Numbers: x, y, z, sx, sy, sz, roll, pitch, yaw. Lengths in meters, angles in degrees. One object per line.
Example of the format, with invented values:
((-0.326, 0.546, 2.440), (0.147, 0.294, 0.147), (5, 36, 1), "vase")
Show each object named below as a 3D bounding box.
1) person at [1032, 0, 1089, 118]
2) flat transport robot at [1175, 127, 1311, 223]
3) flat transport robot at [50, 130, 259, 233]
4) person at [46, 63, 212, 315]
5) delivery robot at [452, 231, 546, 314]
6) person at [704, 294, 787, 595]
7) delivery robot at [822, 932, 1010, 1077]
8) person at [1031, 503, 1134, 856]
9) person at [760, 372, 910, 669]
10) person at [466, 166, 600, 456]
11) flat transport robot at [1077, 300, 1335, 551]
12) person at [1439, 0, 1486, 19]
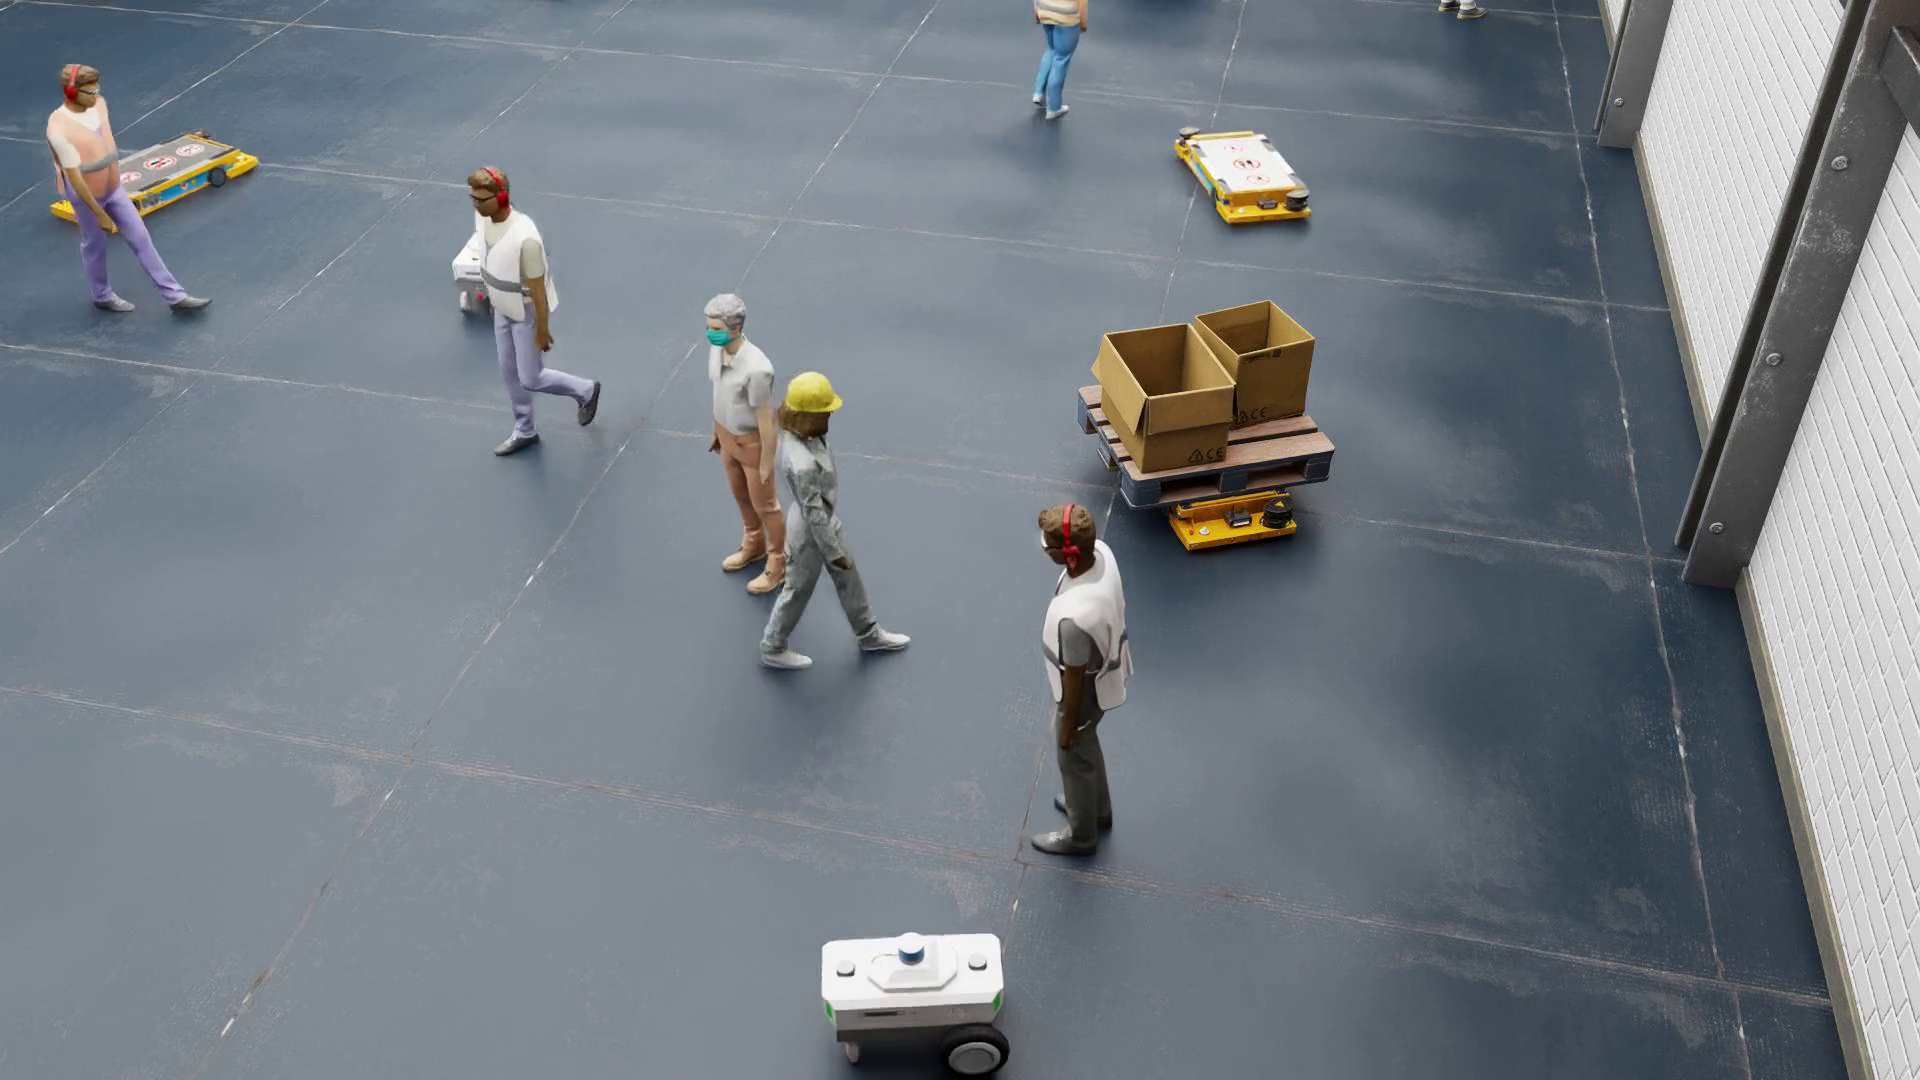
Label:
((0.842, -4.364, 13.852), (0.476, 1.708, 0.412), (29, 45, 33), "person")
((2.211, -2.891, 13.087), (0.659, 0.231, 1.431), (-6, 37, -8), "flat transport robot")
((-6.276, -2.811, 12.981), (0.659, 0.231, 1.431), (19, 41, 23), "flat transport robot")
((-5.606, -2.277, 10.989), (0.920, 1.780, 0.579), (7, 37, 9), "person")
((-3.244, -1.941, 11.571), (0.499, 0.587, 0.769), (4, 37, 5), "delivery robot")
((-1.121, -0.511, 8.678), (0.316, 1.738, 0.477), (-29, 45, -33), "person")
((-0.154, 1.788, 6.601), (0.783, 0.612, 0.520), (-2, 37, -3), "delivery robot")
((0.521, 0.619, 7.096), (0.415, 1.828, 0.568), (8, 38, 11), "person")
((-0.665, -0.061, 8.100), (0.771, 1.704, 0.499), (1, 37, 1), "person")
((-2.537, -1.350, 9.725), (0.615, 1.826, 0.570), (-29, 46, -33), "person")
((1.396, -0.455, 9.828), (0.659, 0.231, 1.431), (-9, 38, -12), "flat transport robot")
((4.903, -5.941, 15.822), (0.355, 1.882, 0.573), (-19, 41, -23), "person")
